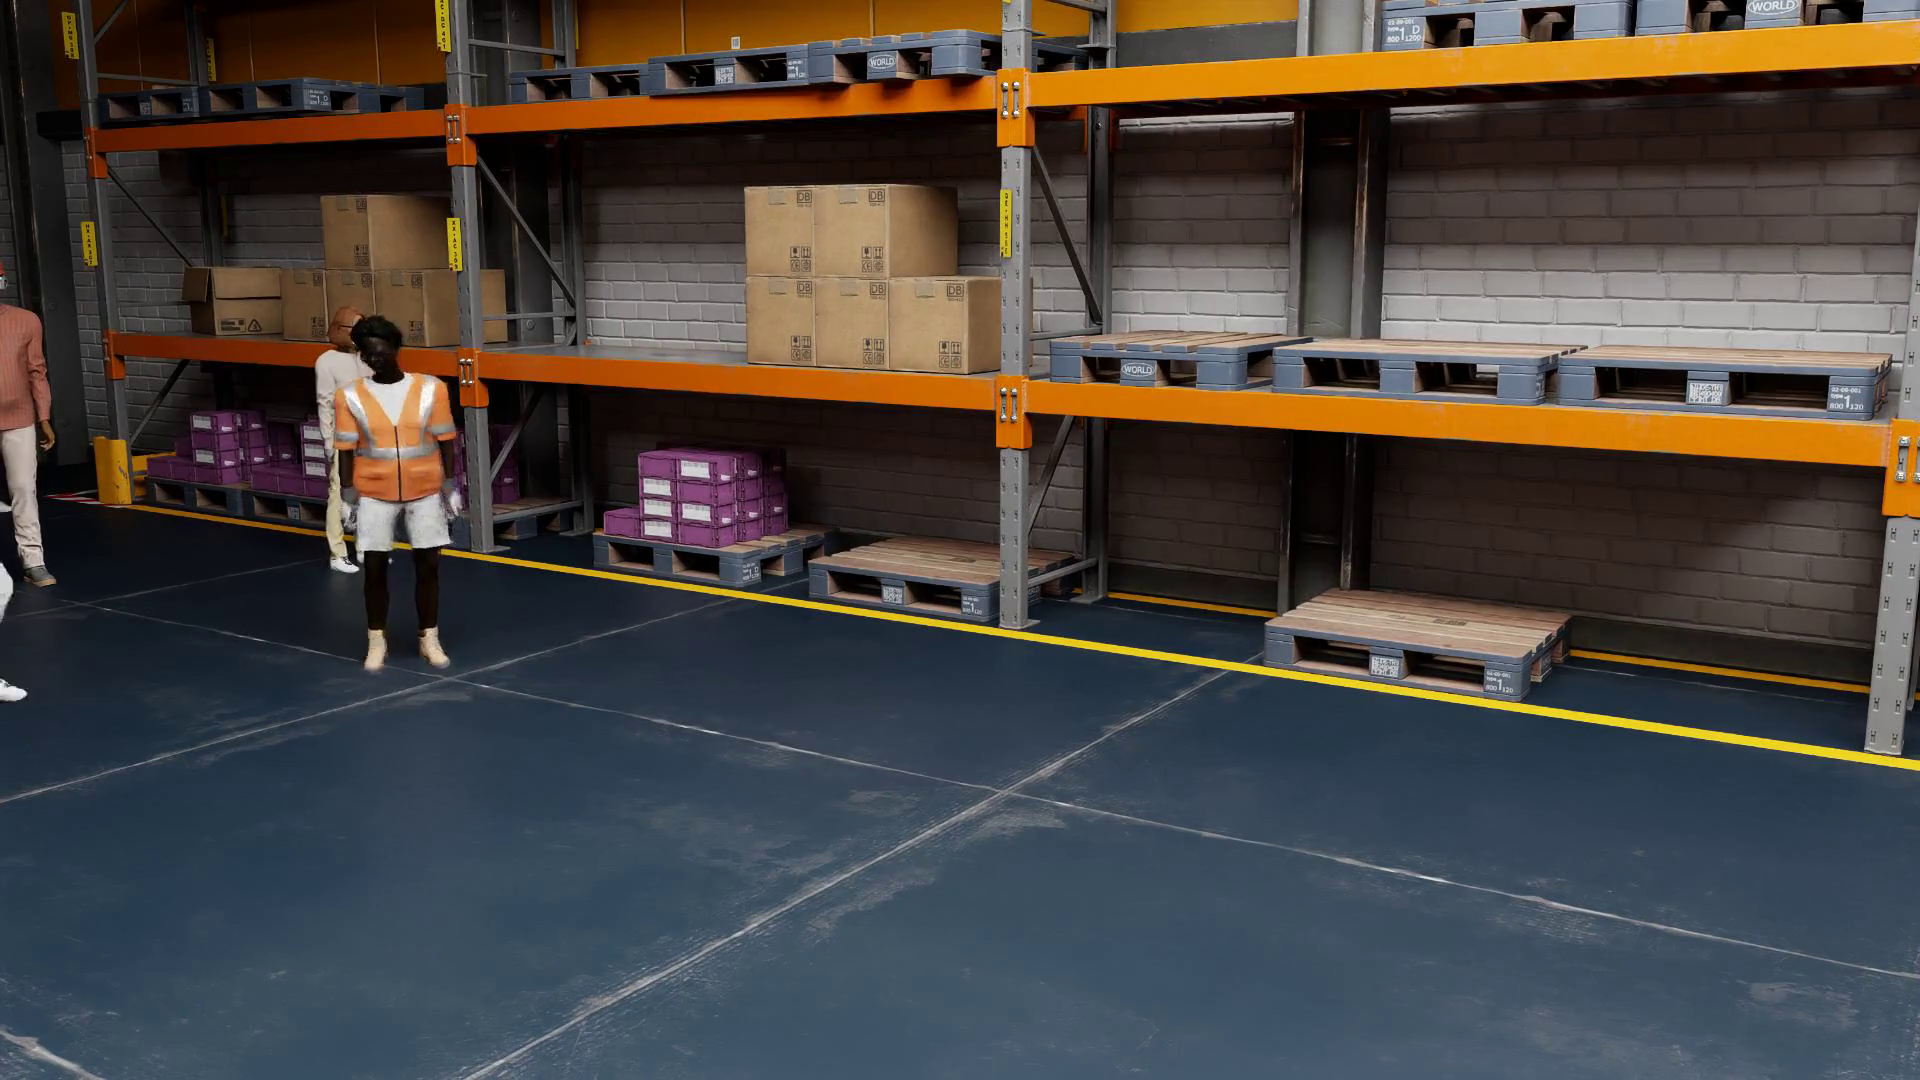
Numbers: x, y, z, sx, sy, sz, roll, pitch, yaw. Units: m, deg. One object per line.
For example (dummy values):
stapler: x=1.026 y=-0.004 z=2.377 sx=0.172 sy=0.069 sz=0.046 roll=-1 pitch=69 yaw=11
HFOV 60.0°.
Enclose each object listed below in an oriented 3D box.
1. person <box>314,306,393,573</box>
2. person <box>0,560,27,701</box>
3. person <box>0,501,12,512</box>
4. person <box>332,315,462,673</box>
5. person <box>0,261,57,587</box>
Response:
person: x=-3.729 y=-0.617 z=10.201 sx=0.286 sy=1.626 sz=0.493 roll=4 pitch=11 yaw=23
person: x=-4.261 y=-0.054 z=7.080 sx=0.521 sy=1.614 sz=0.533 roll=-1 pitch=10 yaw=-4
person: x=-7.256 y=-1.111 z=12.161 sx=0.402 sy=1.906 sz=0.652 roll=3 pitch=11 yaw=16
person: x=-2.642 y=-0.210 z=7.822 sx=0.563 sy=1.671 sz=0.335 roll=-4 pitch=11 yaw=-21
person: x=-5.565 y=-0.692 z=9.592 sx=0.622 sy=1.994 sz=0.381 roll=-10 pitch=14 yaw=-44
